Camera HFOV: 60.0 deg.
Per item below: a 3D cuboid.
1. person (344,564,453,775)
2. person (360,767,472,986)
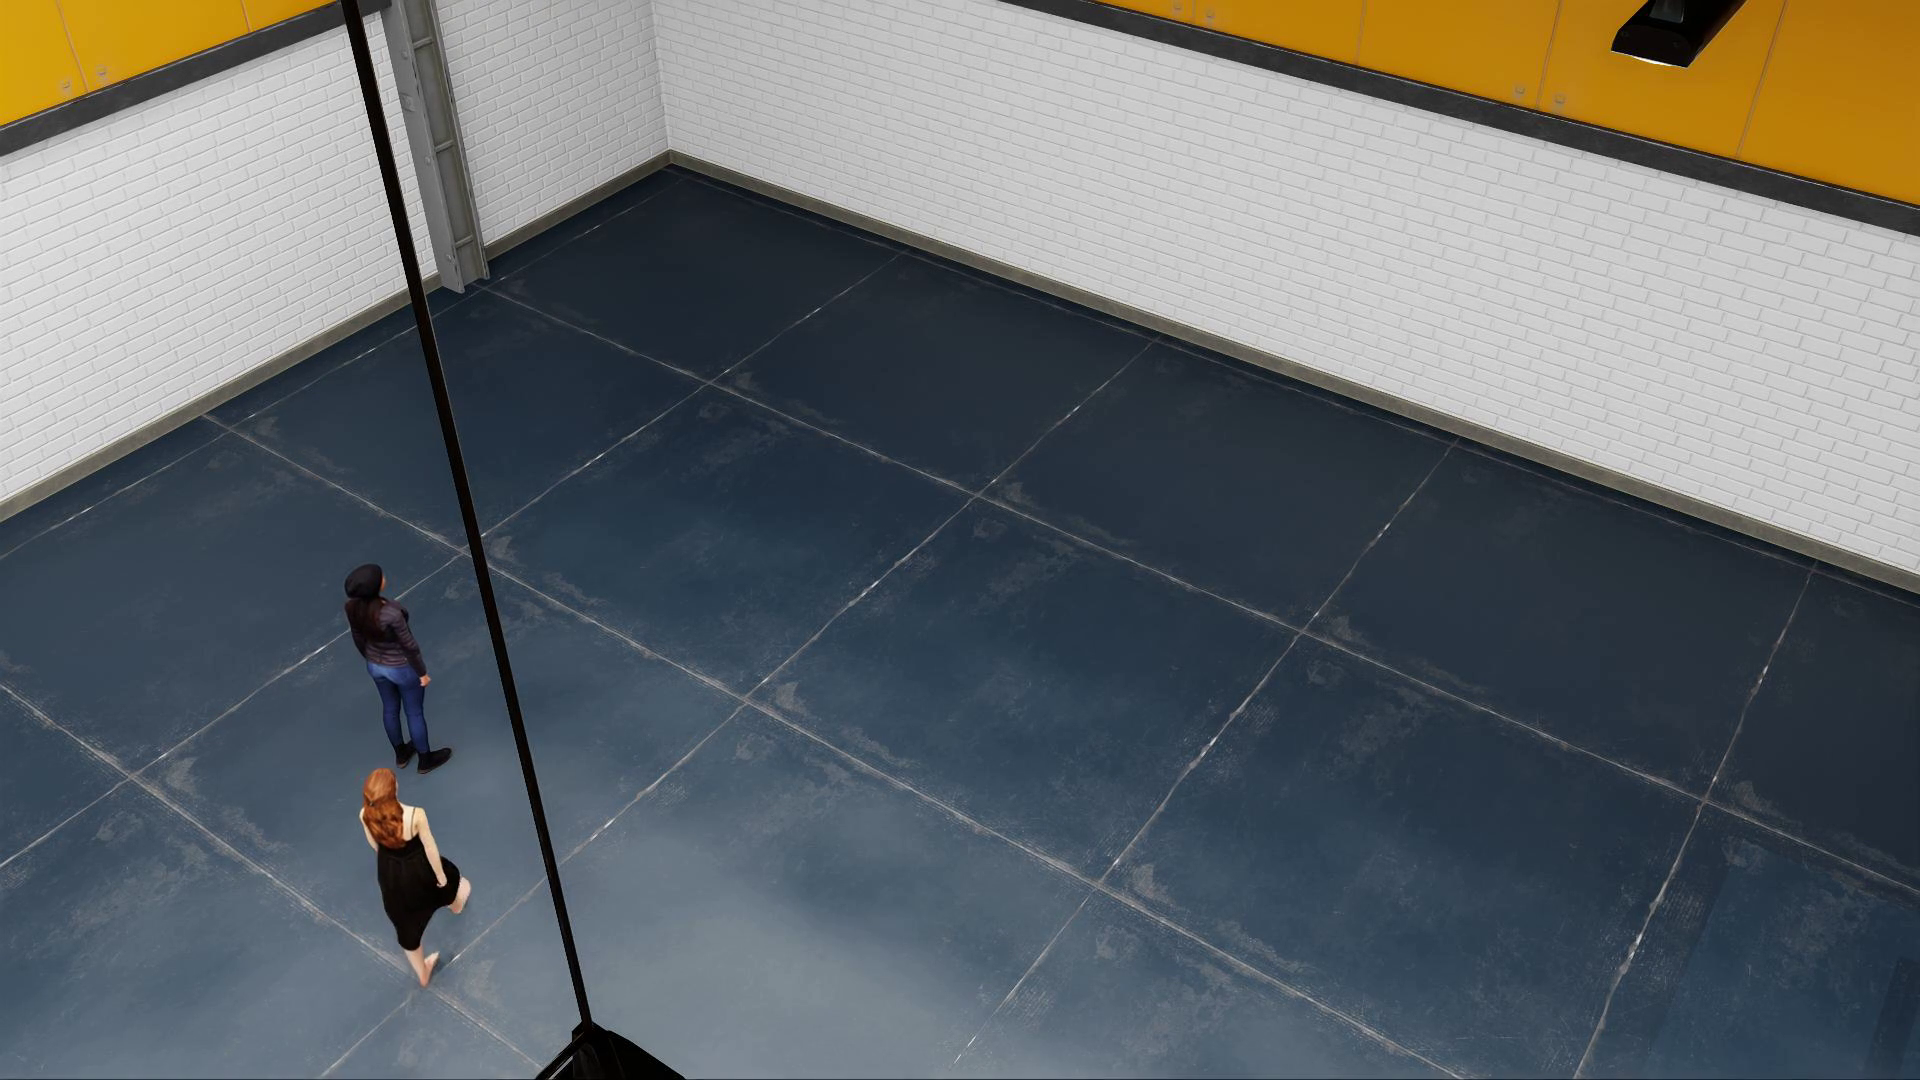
[{"bbox_3d":[-3.767,0.852,11.045,0.674,1.746,0.636,14,41,17],"label":"person"},{"bbox_3d":[-3.249,2.006,9.720,0.927,1.596,1.066,1,39,1],"label":"person"}]
